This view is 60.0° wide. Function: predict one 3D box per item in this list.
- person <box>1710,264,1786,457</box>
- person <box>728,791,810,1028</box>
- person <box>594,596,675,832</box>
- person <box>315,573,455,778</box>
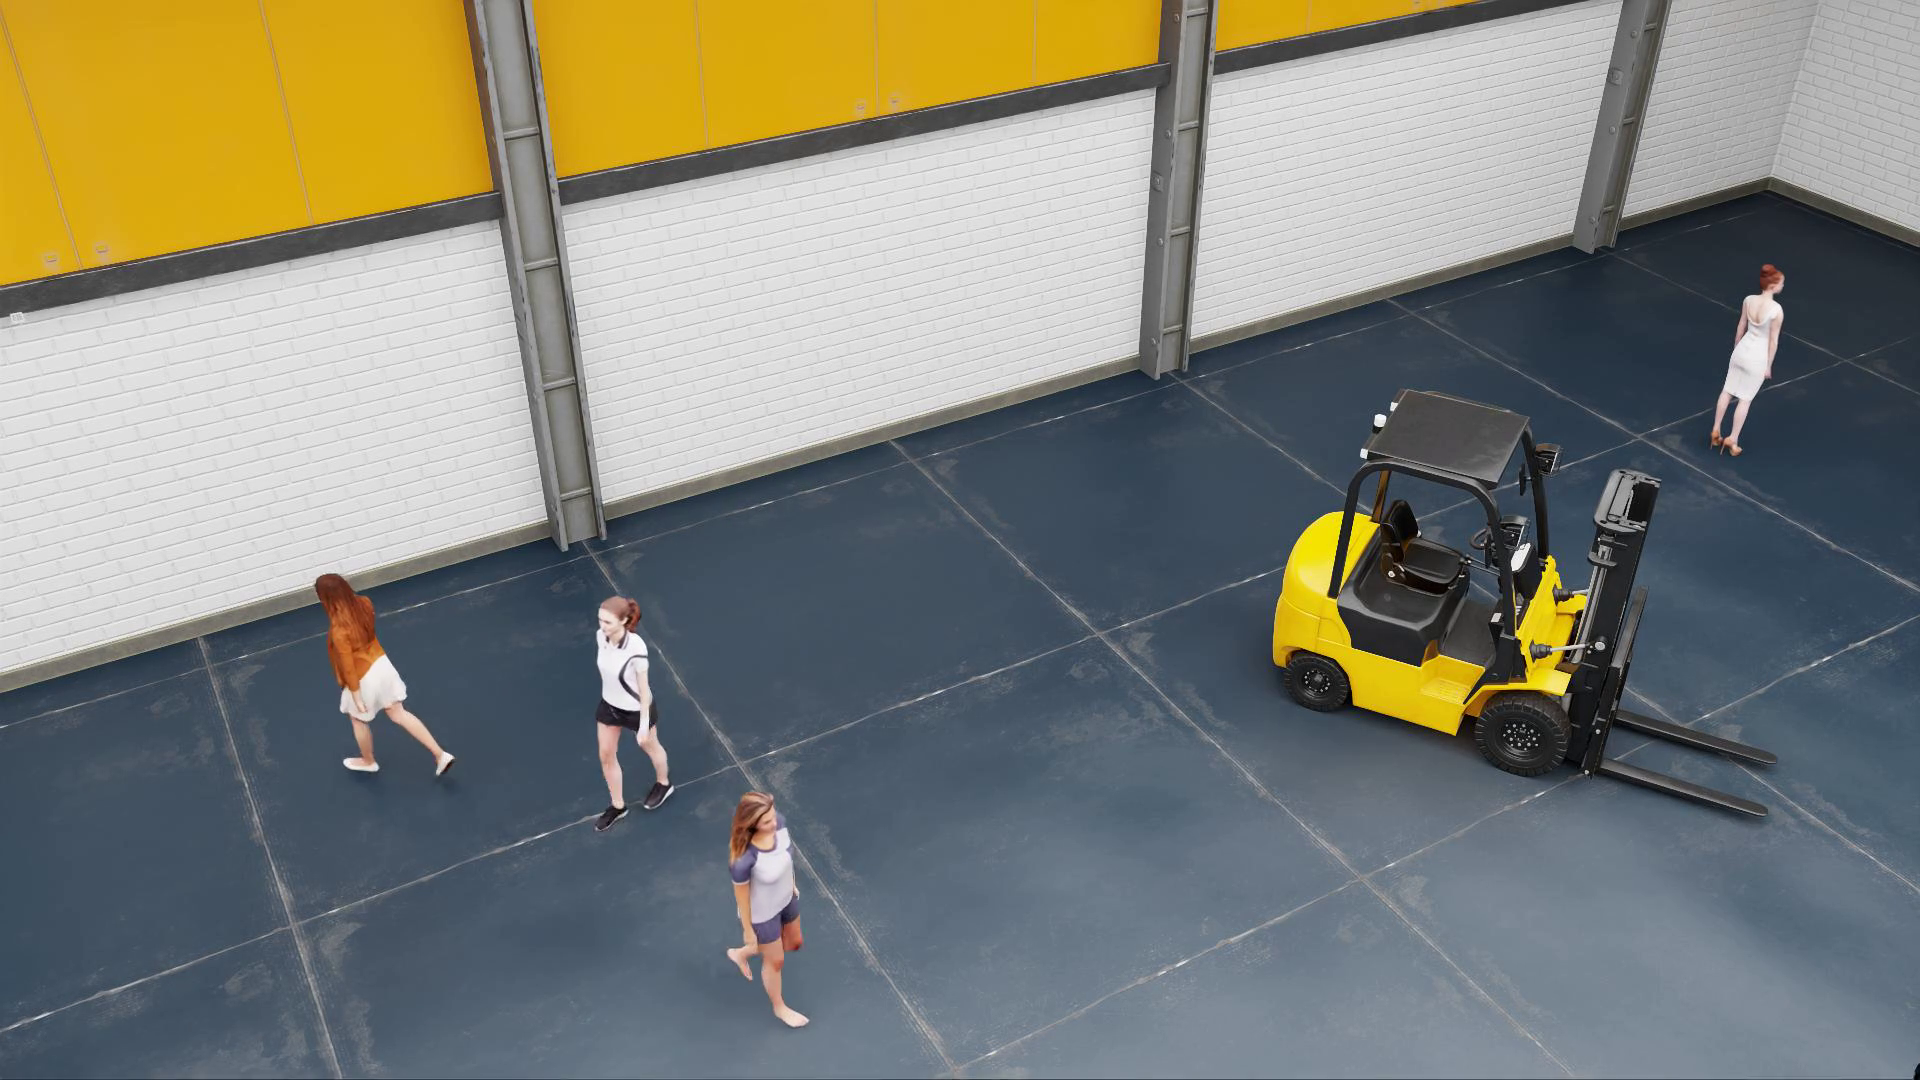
[{"bbox_3d":[6.934,-1.576,14.631,0.516,1.792,0.585,-15,36,-21],"label":"person"},{"bbox_3d":[-1.135,2.016,9.295,0.896,1.717,0.884,18,38,25],"label":"person"},{"bbox_3d":[-2.076,1.042,10.751,0.849,1.728,0.965,17,37,23],"label":"person"},{"bbox_3d":[-3.813,0.929,10.958,1.113,1.686,1.086,11,35,17],"label":"person"}]
